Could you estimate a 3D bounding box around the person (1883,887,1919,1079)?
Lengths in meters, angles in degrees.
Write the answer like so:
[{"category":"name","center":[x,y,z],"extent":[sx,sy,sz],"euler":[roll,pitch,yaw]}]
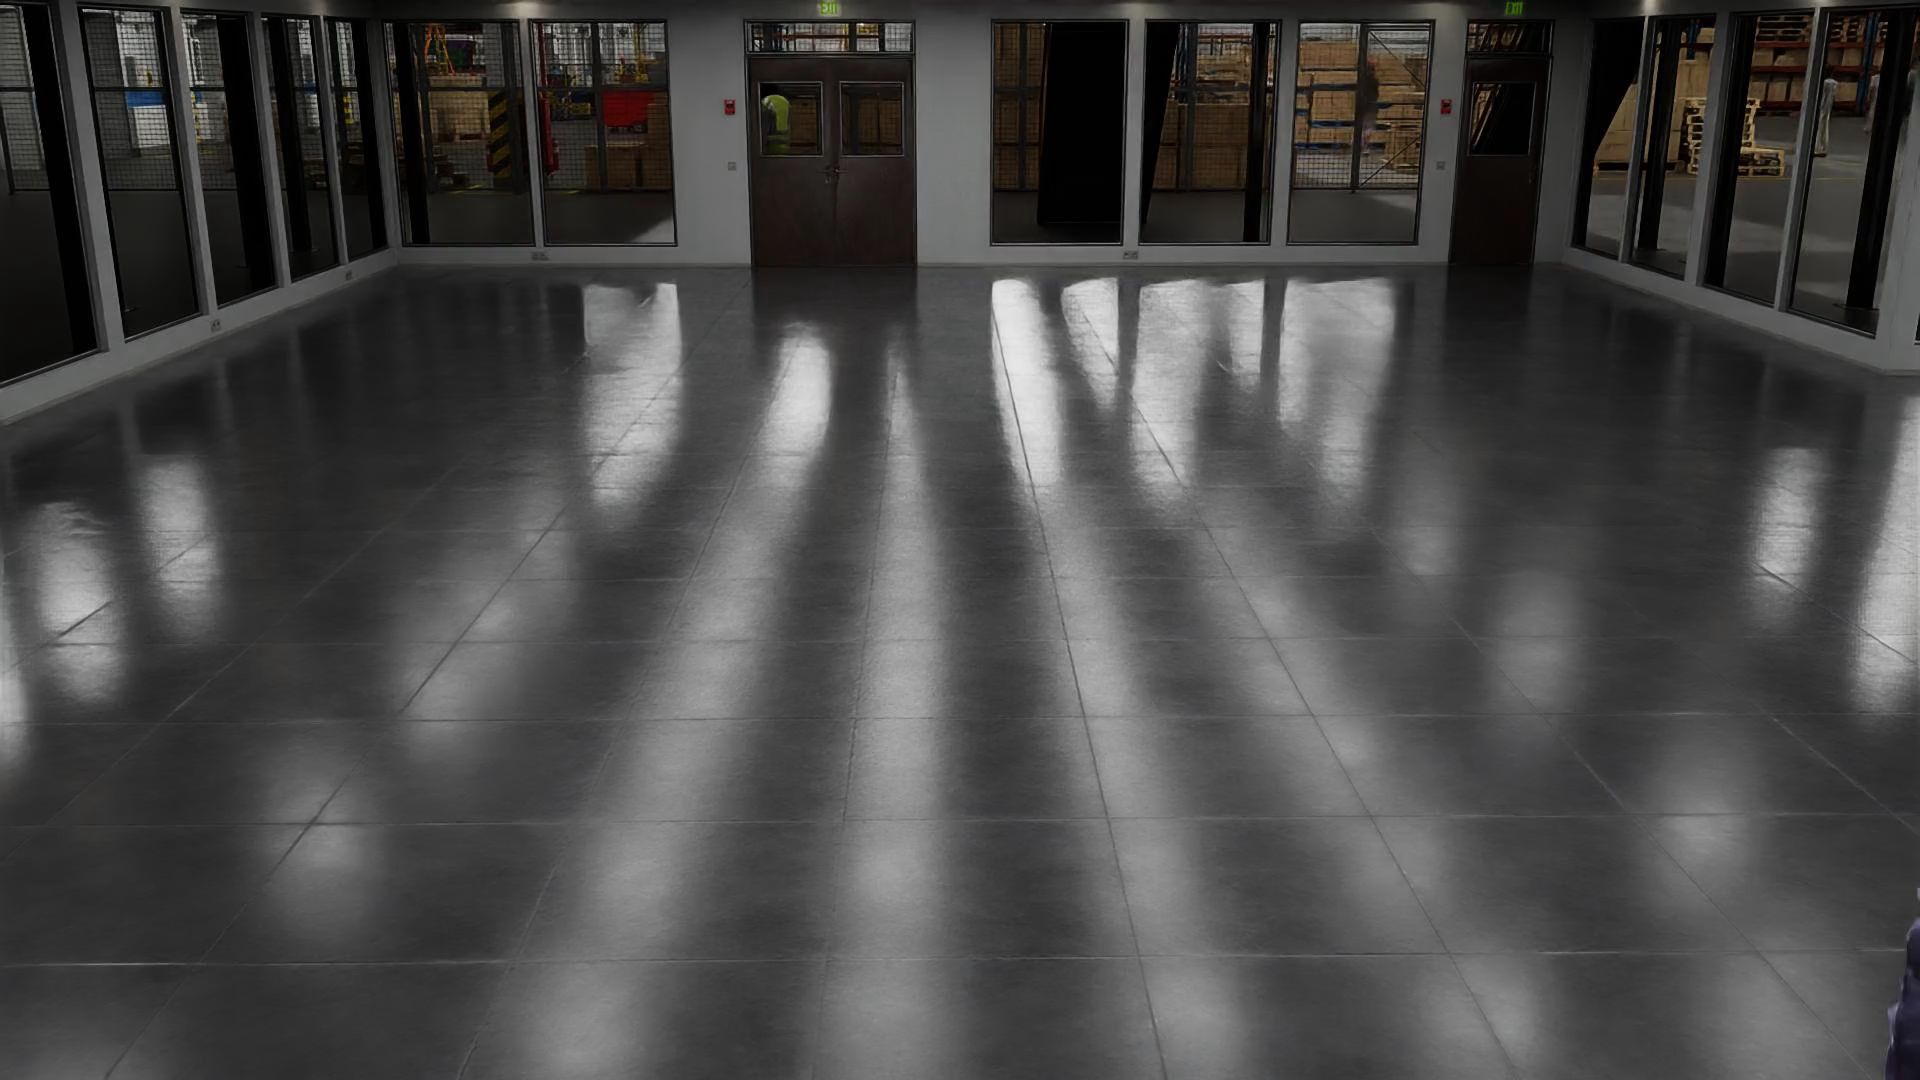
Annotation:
[{"category":"person","center":[1.207,0.755,1.605],"extent":[0.876,1.871,0.634],"euler":[-15,22,-41]}]
